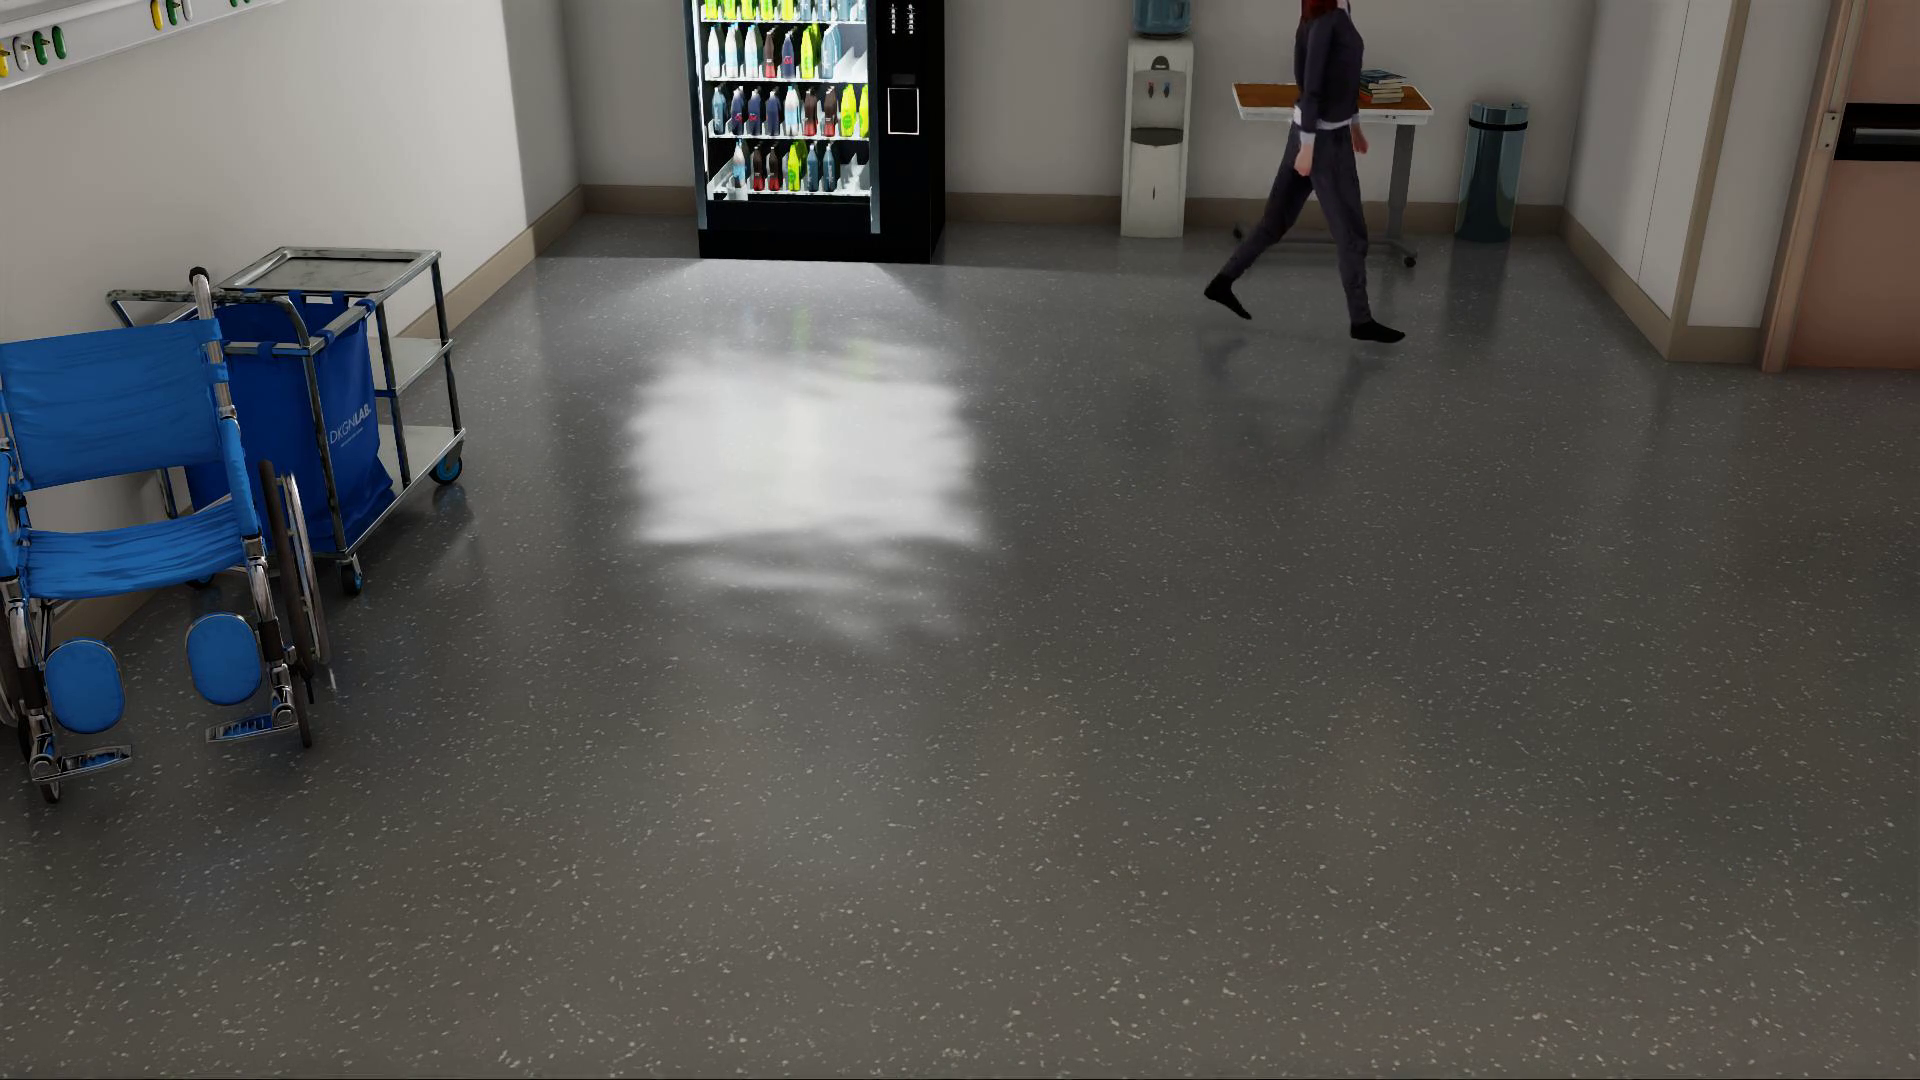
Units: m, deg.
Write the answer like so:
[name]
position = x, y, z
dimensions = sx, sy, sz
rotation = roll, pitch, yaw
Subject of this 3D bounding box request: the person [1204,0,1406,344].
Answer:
[person]
position = 1.482, -1.718, 7.225
dimensions = 1.191, 1.734, 0.750
rotation = 8, 27, 15
